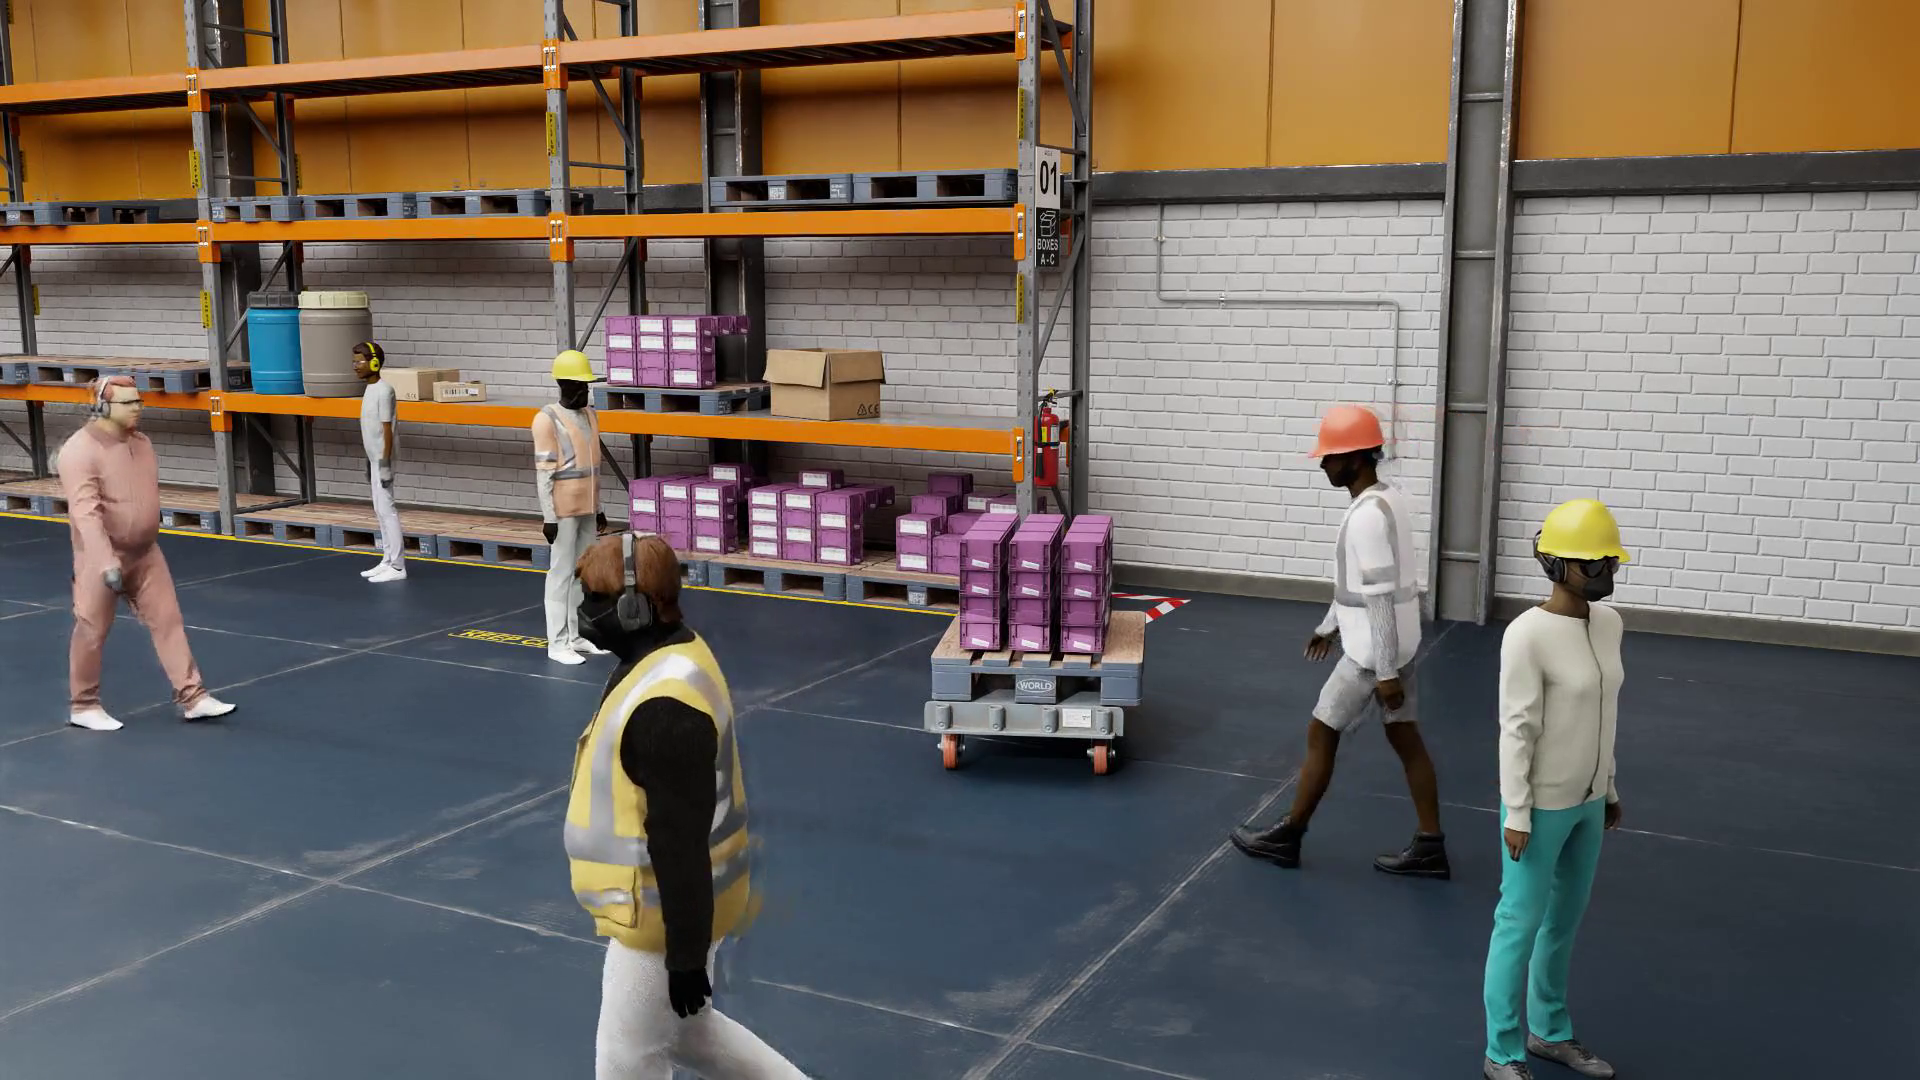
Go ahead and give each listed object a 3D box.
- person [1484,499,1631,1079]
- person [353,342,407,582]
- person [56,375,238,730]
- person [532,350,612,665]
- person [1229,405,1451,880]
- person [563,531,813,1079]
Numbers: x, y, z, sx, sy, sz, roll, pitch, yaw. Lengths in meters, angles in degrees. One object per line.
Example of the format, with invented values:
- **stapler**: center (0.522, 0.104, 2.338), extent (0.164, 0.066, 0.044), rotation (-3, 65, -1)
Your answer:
- **person**: center (1.756, 0.755, 4.838), extent (0.533, 1.768, 0.310), rotation (-7, 12, -37)
- **person**: center (-4.522, -0.605, 12.940), extent (0.328, 1.862, 0.515), rotation (-6, 11, -32)
- **person**: center (-4.289, 0.090, 8.637), extent (0.931, 1.871, 0.660), rotation (3, 10, 15)
- **person**: center (-2.373, -0.204, 10.265), extent (0.374, 1.921, 0.595), rotation (4, 10, 21)
- **person**: center (1.535, 0.407, 6.615), extent (0.960, 1.883, 0.560), rotation (5, 10, 27)
- **person**: center (-0.629, 0.870, 3.996), extent (0.748, 1.819, 0.629), rotation (-2, 9, -10)
